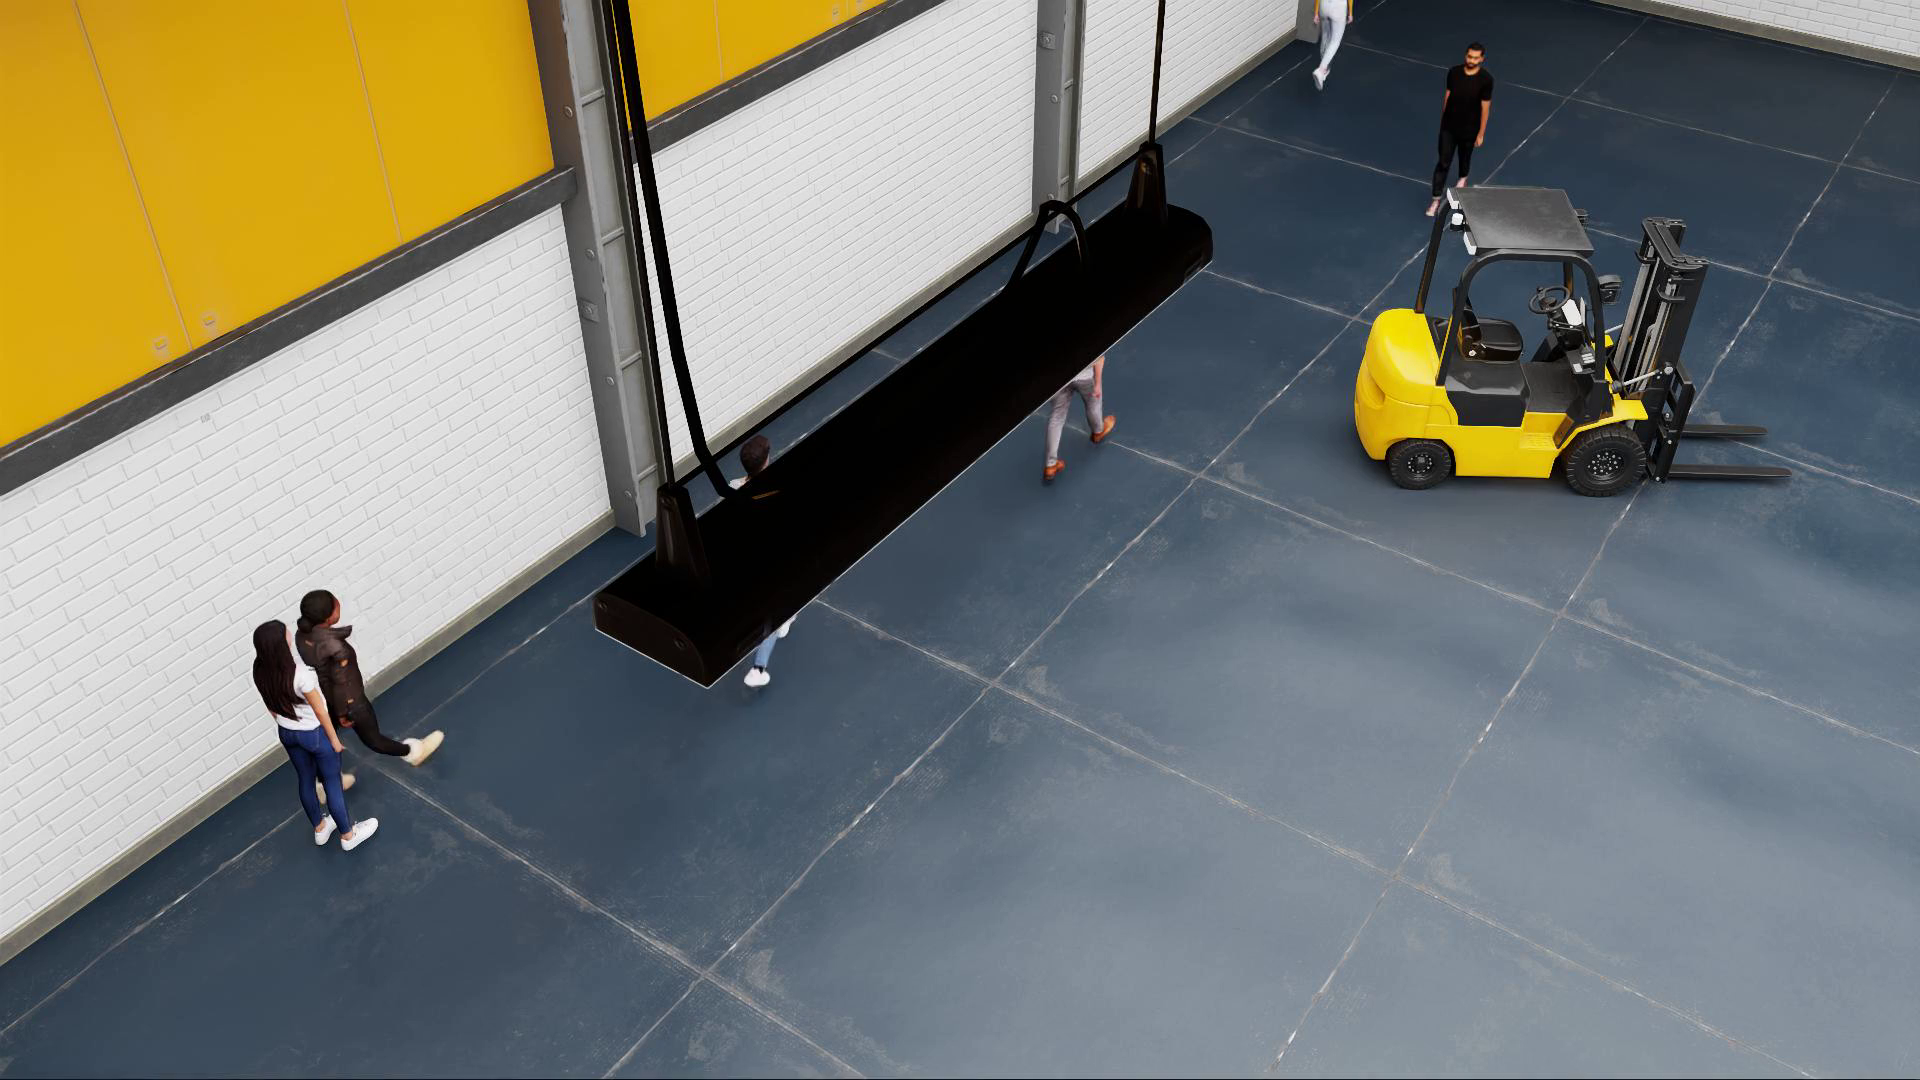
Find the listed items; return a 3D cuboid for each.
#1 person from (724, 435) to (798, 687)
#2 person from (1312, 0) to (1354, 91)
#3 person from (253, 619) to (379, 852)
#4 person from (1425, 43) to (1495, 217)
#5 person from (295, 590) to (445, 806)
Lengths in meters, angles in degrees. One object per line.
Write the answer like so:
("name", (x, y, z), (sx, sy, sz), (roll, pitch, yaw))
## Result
("person", (-1.338, 0.163, 11.207), (0.908, 1.848, 1.272), (13, 40, 15))
("person", (4.243, -6.000, 19.019), (0.671, 1.730, 1.060), (18, 42, 21))
("person", (-3.933, 1.178, 9.995), (0.634, 1.774, 0.581), (14, 41, 17))
("person", (5.074, -4.189, 16.758), (0.719, 1.722, 1.164), (18, 42, 21))
("person", (-3.786, 0.925, 10.437), (1.069, 1.619, 0.595), (24, 44, 27))
